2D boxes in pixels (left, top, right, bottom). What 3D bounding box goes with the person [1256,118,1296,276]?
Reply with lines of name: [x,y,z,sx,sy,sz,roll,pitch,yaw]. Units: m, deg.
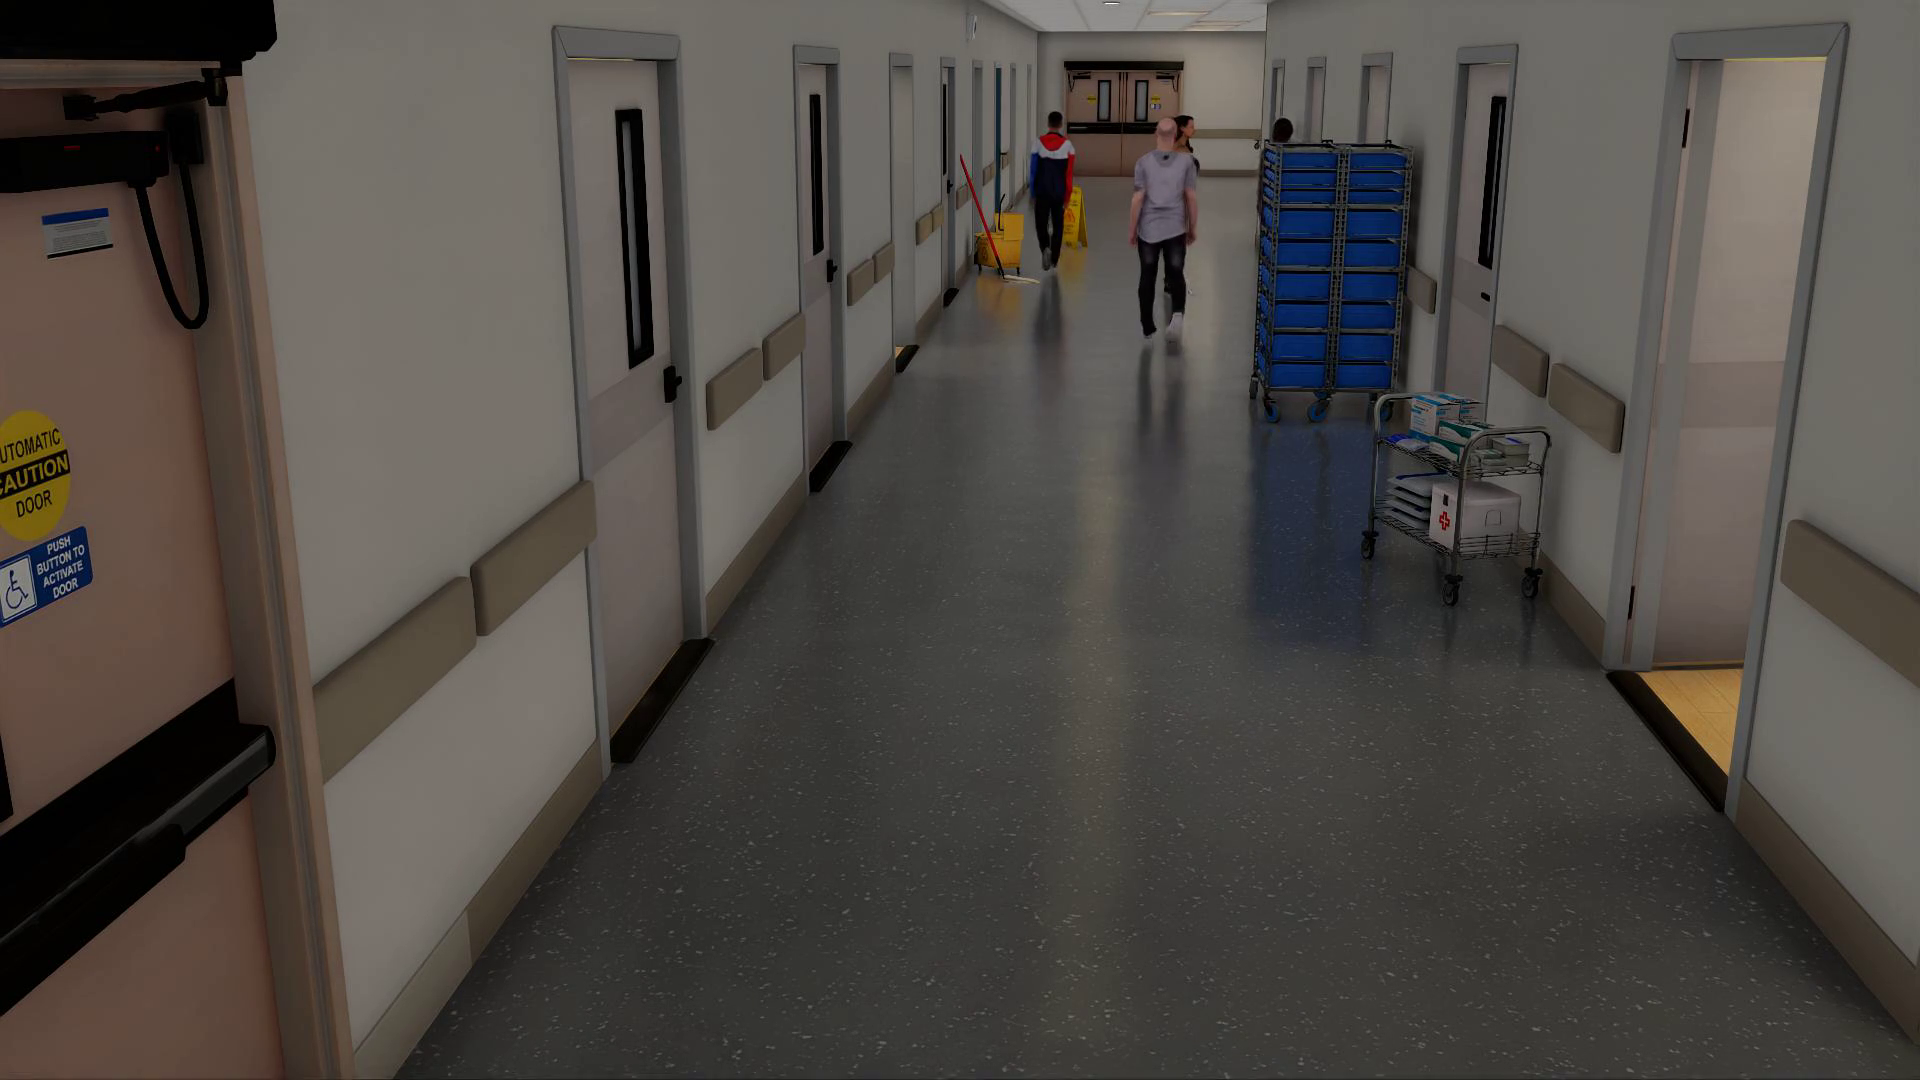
person: [3.330,-3.531,17.422,0.618,1.701,0.716,1,16,2]

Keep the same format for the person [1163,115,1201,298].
person: [2.194,-3.346,16.640,0.679,1.770,0.488,0,16,0]

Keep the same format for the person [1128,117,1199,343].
person: [1.652,-2.472,13.478,0.717,1.803,1.126,1,16,3]

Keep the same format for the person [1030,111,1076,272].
person: [1.009,-3.847,18.488,0.726,1.732,1.110,-1,16,-2]
